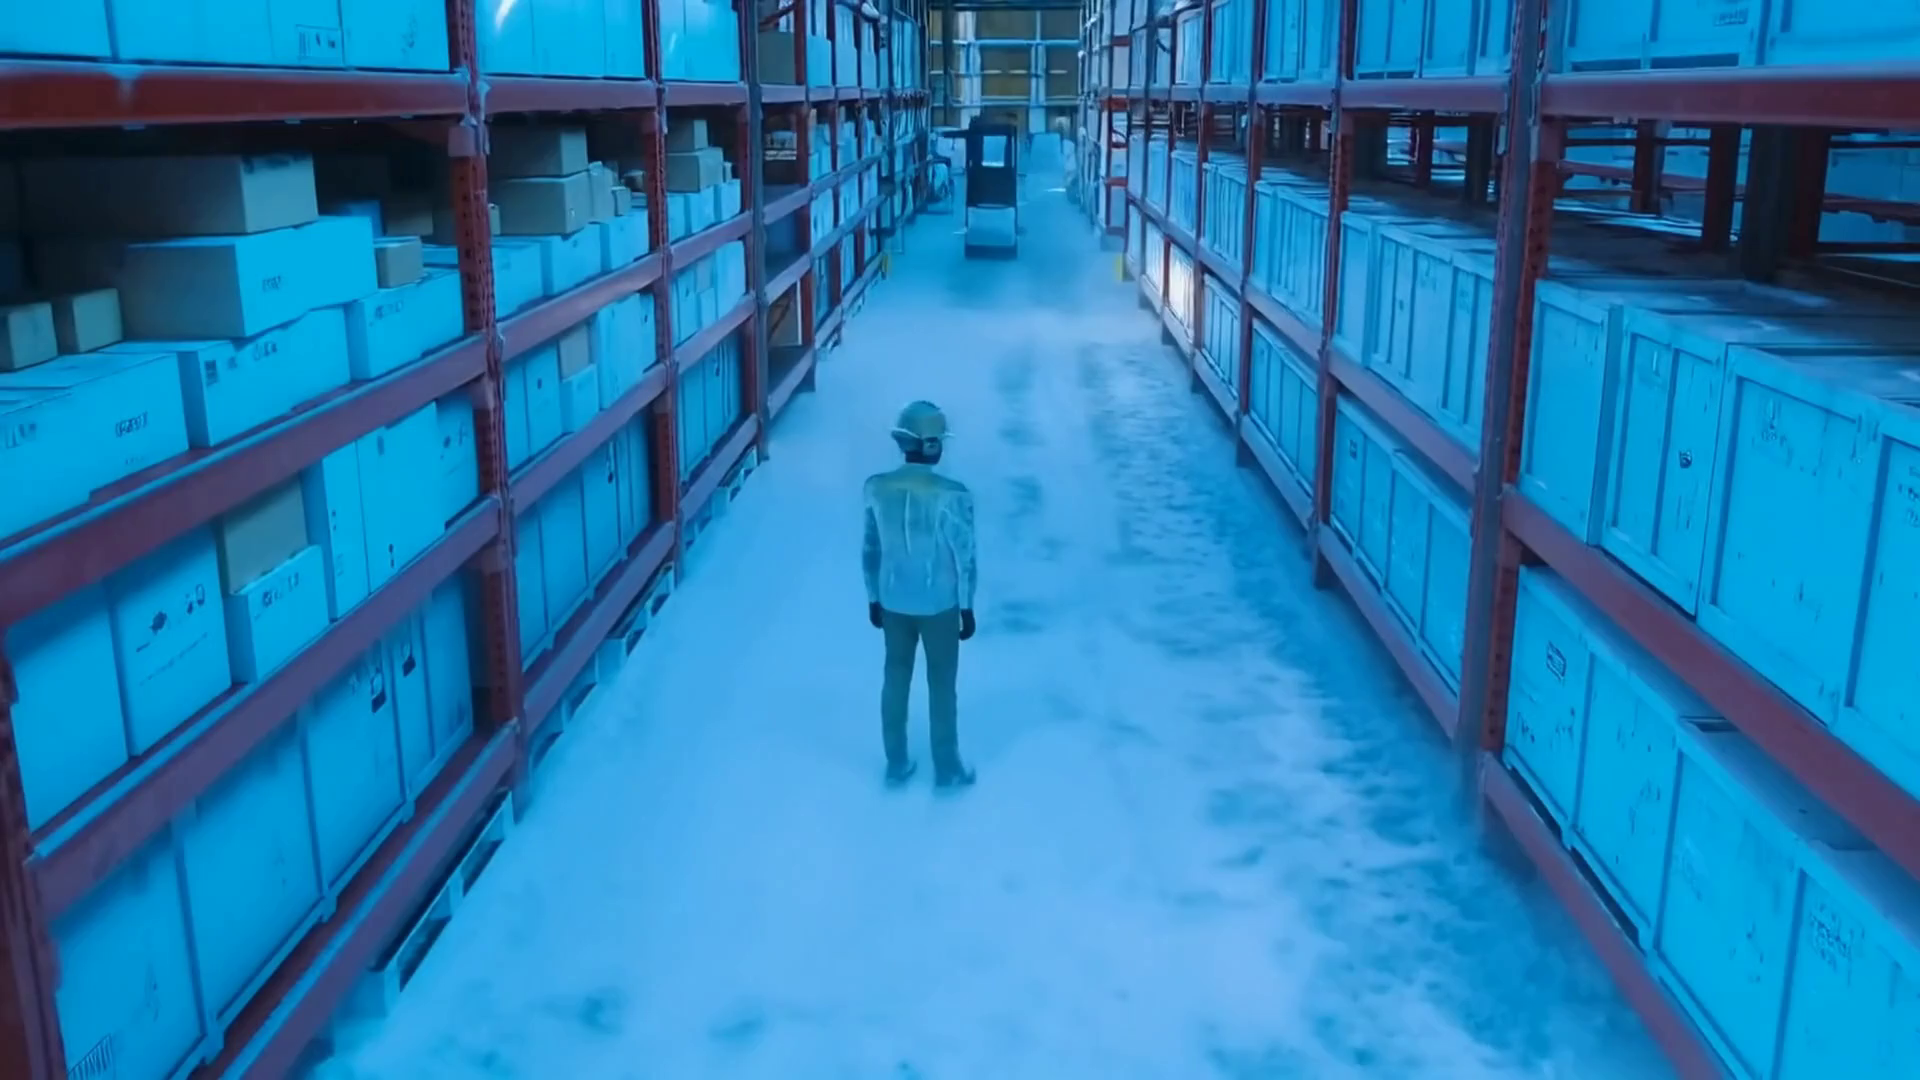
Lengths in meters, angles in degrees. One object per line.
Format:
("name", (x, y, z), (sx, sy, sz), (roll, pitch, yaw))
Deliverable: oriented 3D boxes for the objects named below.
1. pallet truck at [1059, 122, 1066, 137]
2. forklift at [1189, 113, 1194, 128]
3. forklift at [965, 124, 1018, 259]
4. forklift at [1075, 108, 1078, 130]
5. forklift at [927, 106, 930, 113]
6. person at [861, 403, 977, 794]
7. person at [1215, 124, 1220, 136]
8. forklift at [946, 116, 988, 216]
("pallet truck", (5.788, -21.111, 88.014), (1.885, 1.965, 0.823), (5, 16, 18))
("forklift", (8.010, -12.975, 56.067), (1.129, 2.768, 1.873), (0, 15, 1))
("forklift", (0.684, -7.506, 35.718), (1.129, 2.768, 1.873), (0, 15, 1))
("forklift", (5.408, -17.217, 71.850), (1.129, 2.768, 1.873), (13, 20, 41))
("forklift", (-2.001, -20.667, 84.687), (1.129, 2.768, 1.873), (0, 15, 2))
("person", (-0.192, 0.299, 8.372), (0.608, 1.988, 0.392), (7, 16, 23))
("person", (13.037, -20.048, 84.196), (0.668, 1.918, 0.651), (9, 17, 30))
("forklift", (0.537, -10.747, 47.777), (1.873, 2.768, 1.129), (0, 15, 2))
